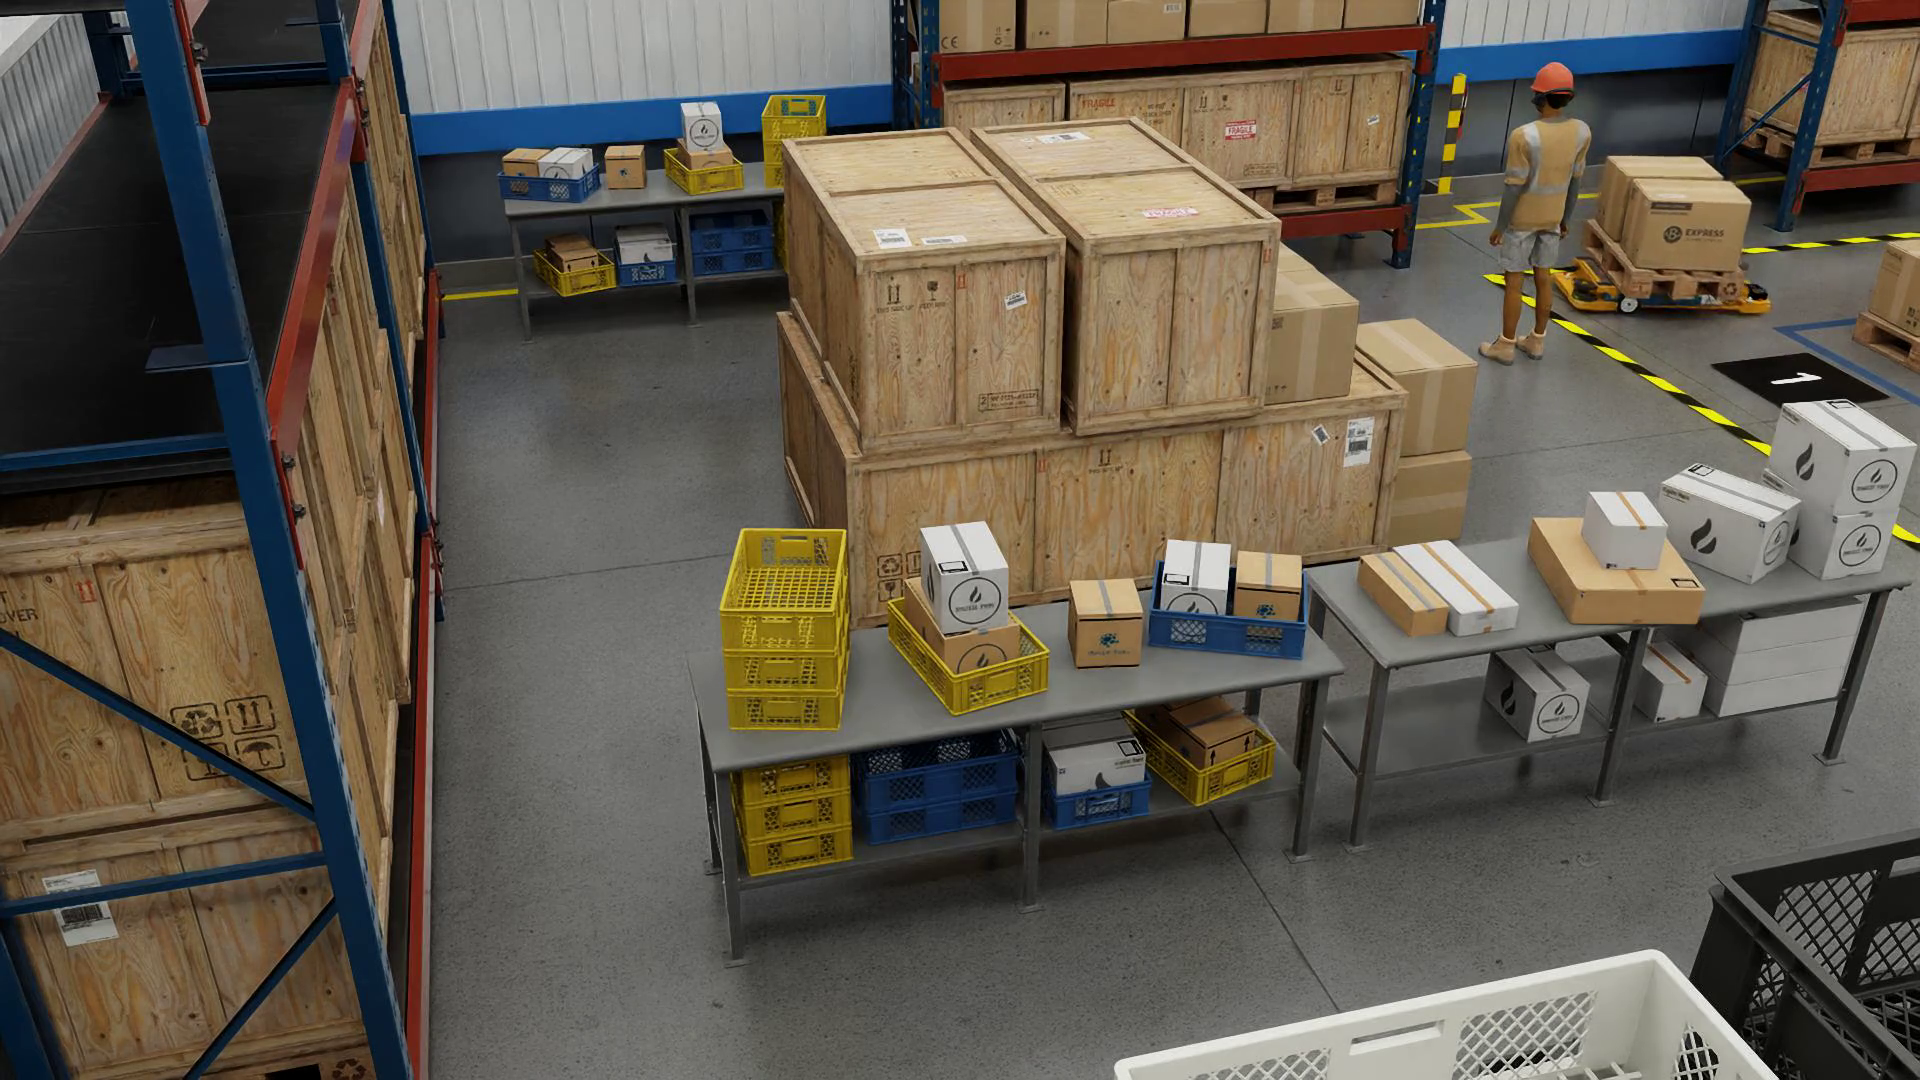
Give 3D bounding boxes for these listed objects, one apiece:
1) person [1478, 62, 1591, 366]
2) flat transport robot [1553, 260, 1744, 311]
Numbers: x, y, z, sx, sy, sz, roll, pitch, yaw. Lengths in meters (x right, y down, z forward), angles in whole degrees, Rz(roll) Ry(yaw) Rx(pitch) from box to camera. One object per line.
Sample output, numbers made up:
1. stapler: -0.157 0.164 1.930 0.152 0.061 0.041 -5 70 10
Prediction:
1. person: 3.866 -2.189 11.253 0.612 2.041 0.391 -10 30 -17
2. flat transport robot: 5.314 -1.940 12.608 1.431 0.197 0.652 2 29 3
